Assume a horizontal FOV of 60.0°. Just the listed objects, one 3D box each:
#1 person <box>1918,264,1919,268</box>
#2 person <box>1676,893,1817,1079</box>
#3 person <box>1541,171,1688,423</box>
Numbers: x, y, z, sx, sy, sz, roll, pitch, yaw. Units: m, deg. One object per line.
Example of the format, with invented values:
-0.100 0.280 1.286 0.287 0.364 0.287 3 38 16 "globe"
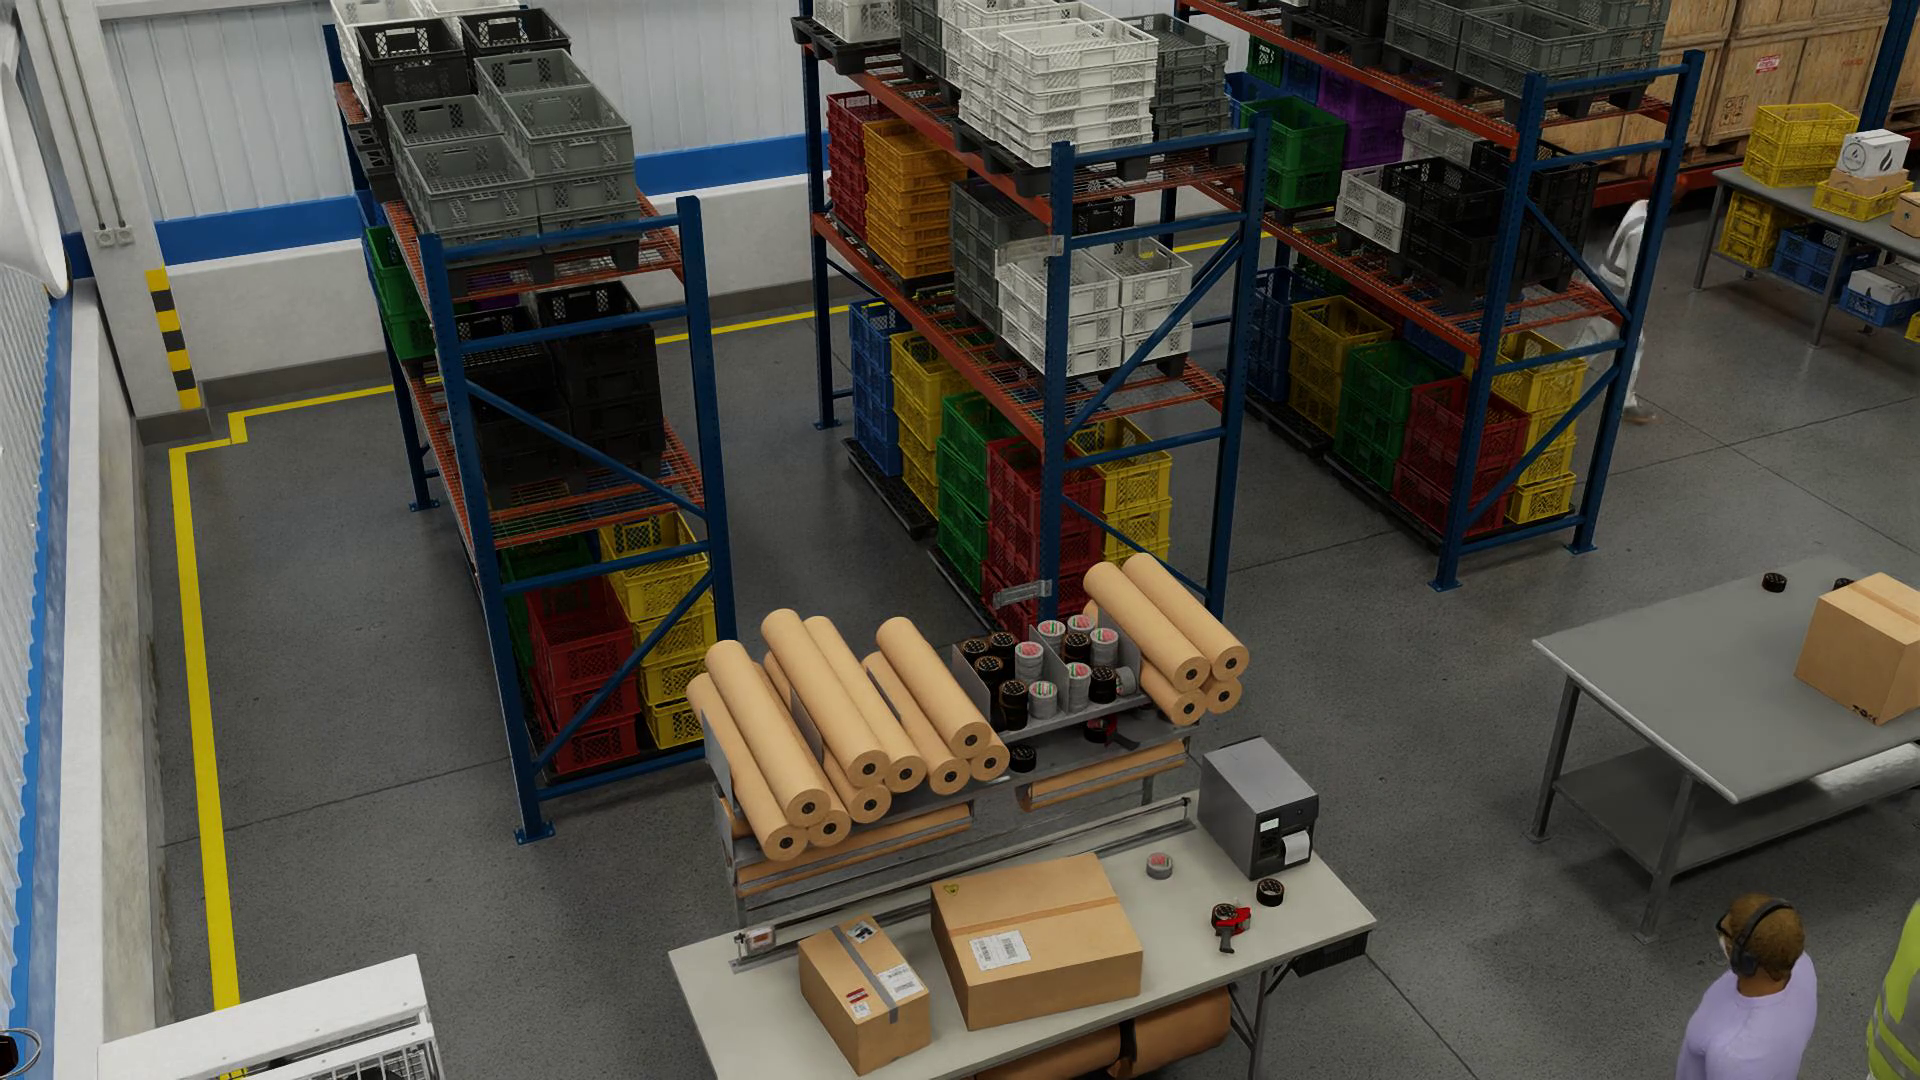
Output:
7.708 -2.661 12.761 0.336 1.863 0.521 24 39 33 "person"
2.393 1.891 5.298 0.369 1.935 0.630 23 38 32 "person"
4.434 -1.599 11.046 0.866 1.839 0.603 14 34 22 "person"
